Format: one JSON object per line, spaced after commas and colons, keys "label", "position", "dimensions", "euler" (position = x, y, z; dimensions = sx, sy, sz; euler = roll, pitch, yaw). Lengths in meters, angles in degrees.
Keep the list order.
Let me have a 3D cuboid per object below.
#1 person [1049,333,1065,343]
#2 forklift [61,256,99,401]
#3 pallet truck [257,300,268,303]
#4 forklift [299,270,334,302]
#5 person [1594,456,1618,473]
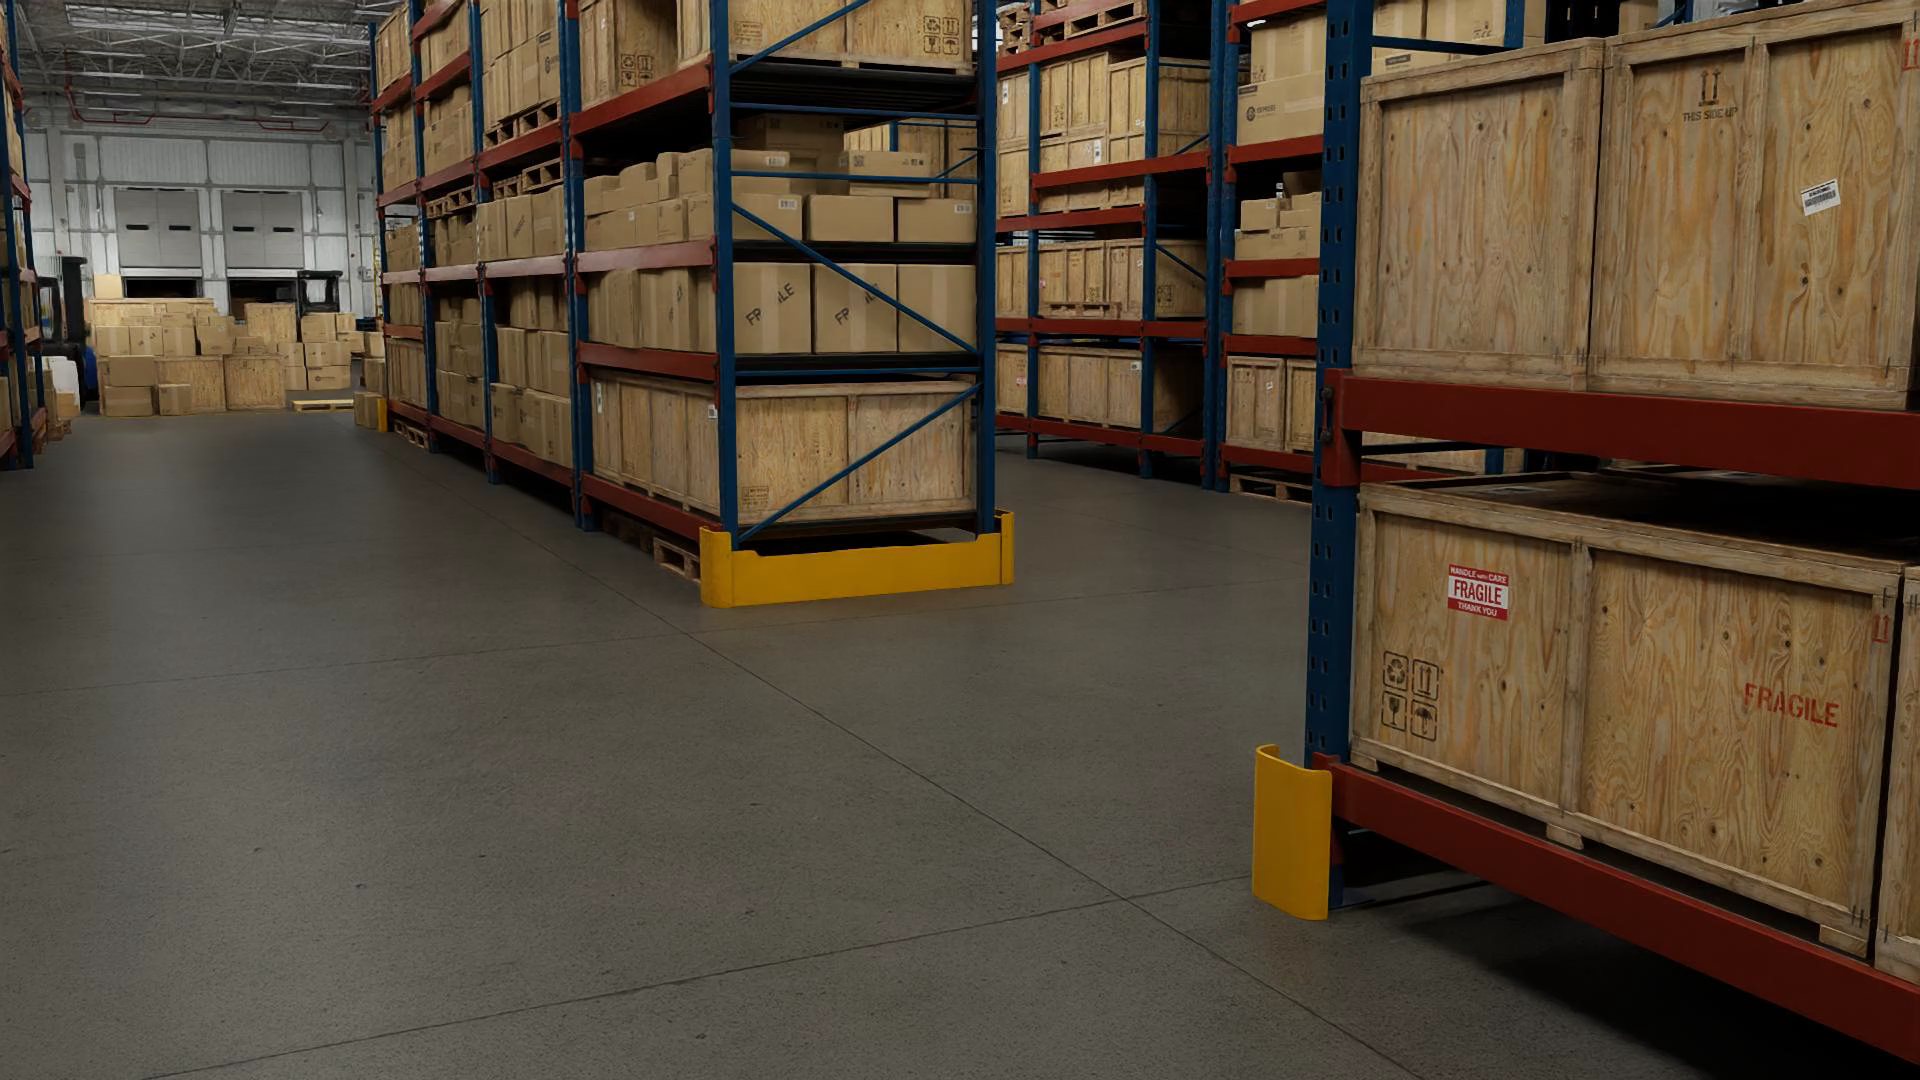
{"label": "person", "position": [1.909, -3.629, 32.342], "dimensions": [0.372, 1.939, 0.544], "euler": [0, 8, 1]}
{"label": "forklift", "position": [-17.026, -4.059, 32.076], "dimensions": [1.873, 2.768, 1.129], "euler": [-4, 9, -27]}
{"label": "pallet truck", "position": [-23.913, -7.404, 58.171], "dimensions": [1.885, 1.965, 0.823], "euler": [-1, 8, -9]}
{"label": "forklift", "position": [-18.345, -6.292, 47.477], "dimensions": [1.129, 2.768, 1.873], "euler": [-5, 10, -32]}
{"label": "person", "position": [5.024, -0.743, 13.259], "dimensions": [0.354, 1.686, 0.555], "euler": [-3, 9, -17]}
